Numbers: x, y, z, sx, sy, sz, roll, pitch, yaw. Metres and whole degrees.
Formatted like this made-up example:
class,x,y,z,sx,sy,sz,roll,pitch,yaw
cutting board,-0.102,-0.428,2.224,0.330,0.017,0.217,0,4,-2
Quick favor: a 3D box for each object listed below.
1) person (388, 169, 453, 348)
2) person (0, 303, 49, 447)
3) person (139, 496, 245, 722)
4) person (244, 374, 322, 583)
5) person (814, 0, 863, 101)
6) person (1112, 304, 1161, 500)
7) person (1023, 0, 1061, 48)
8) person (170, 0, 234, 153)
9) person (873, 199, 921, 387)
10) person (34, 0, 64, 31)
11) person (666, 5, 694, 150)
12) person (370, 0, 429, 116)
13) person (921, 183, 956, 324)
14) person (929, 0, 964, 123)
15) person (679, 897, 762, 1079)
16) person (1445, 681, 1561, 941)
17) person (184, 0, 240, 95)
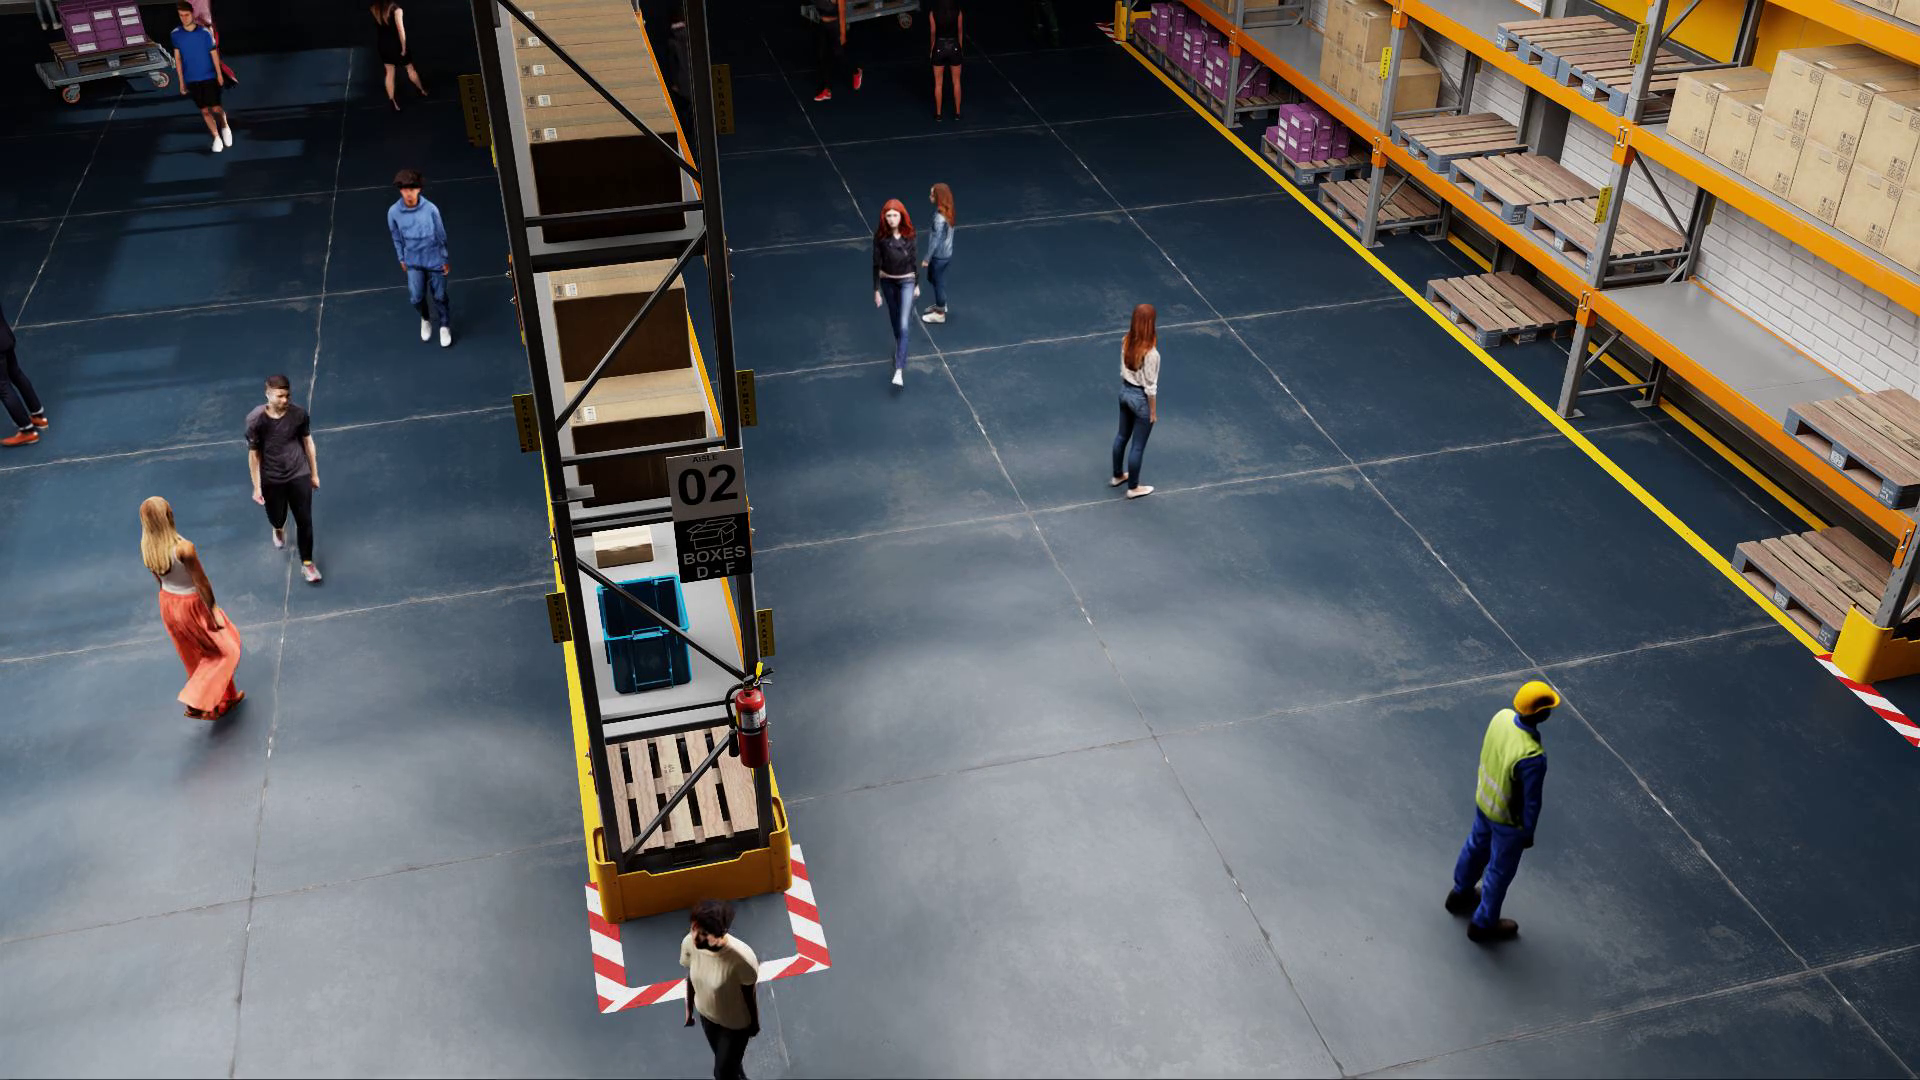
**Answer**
class,x,y,z,sx,sy,sz,roll,pitch,yaw
person,-5.210,-2.776,16.210,0.692,1.794,0.655,-6,34,-10
person,-8.467,-1.712,14.592,0.774,1.814,0.580,-4,34,-6
person,-5.261,0.537,11.225,0.851,1.794,0.917,13,36,19
person,-5.236,-0.519,12.867,0.865,1.736,1.027,-16,37,-22
person,-1.651,-6.820,22.294,1.093,1.794,1.067,27,42,35
person,1.465,-1.168,13.851,0.692,1.728,0.547,-20,39,-27
person,1.278,-8.061,24.153,0.973,1.803,0.927,20,38,27
person,-9.410,-5.769,20.659,0.675,1.854,0.704,-6,34,-9
person,-0.586,-2.393,15.699,0.847,1.721,1.294,1,34,2
person,-13.904,-8.366,25.061,0.560,1.306,0.536,-3,34,-4
person,-3.347,-5.679,20.615,0.753,1.752,0.982,-15,37,-22
person,-7.476,-6.417,21.795,0.952,1.675,1.112,9,35,13
person,-0.156,-2.851,16.614,0.689,1.472,0.573,2,34,3
person,-0.172,-6.308,21.573,0.628,1.740,0.568,-3,34,-5
person,-1.171,2.408,8.608,0.701,1.575,0.767,20,38,27
person,3.165,1.549,9.688,0.709,1.812,0.490,-7,34,-11
person,-10.156,-6.830,22.461,0.814,1.626,0.877,21,39,28
